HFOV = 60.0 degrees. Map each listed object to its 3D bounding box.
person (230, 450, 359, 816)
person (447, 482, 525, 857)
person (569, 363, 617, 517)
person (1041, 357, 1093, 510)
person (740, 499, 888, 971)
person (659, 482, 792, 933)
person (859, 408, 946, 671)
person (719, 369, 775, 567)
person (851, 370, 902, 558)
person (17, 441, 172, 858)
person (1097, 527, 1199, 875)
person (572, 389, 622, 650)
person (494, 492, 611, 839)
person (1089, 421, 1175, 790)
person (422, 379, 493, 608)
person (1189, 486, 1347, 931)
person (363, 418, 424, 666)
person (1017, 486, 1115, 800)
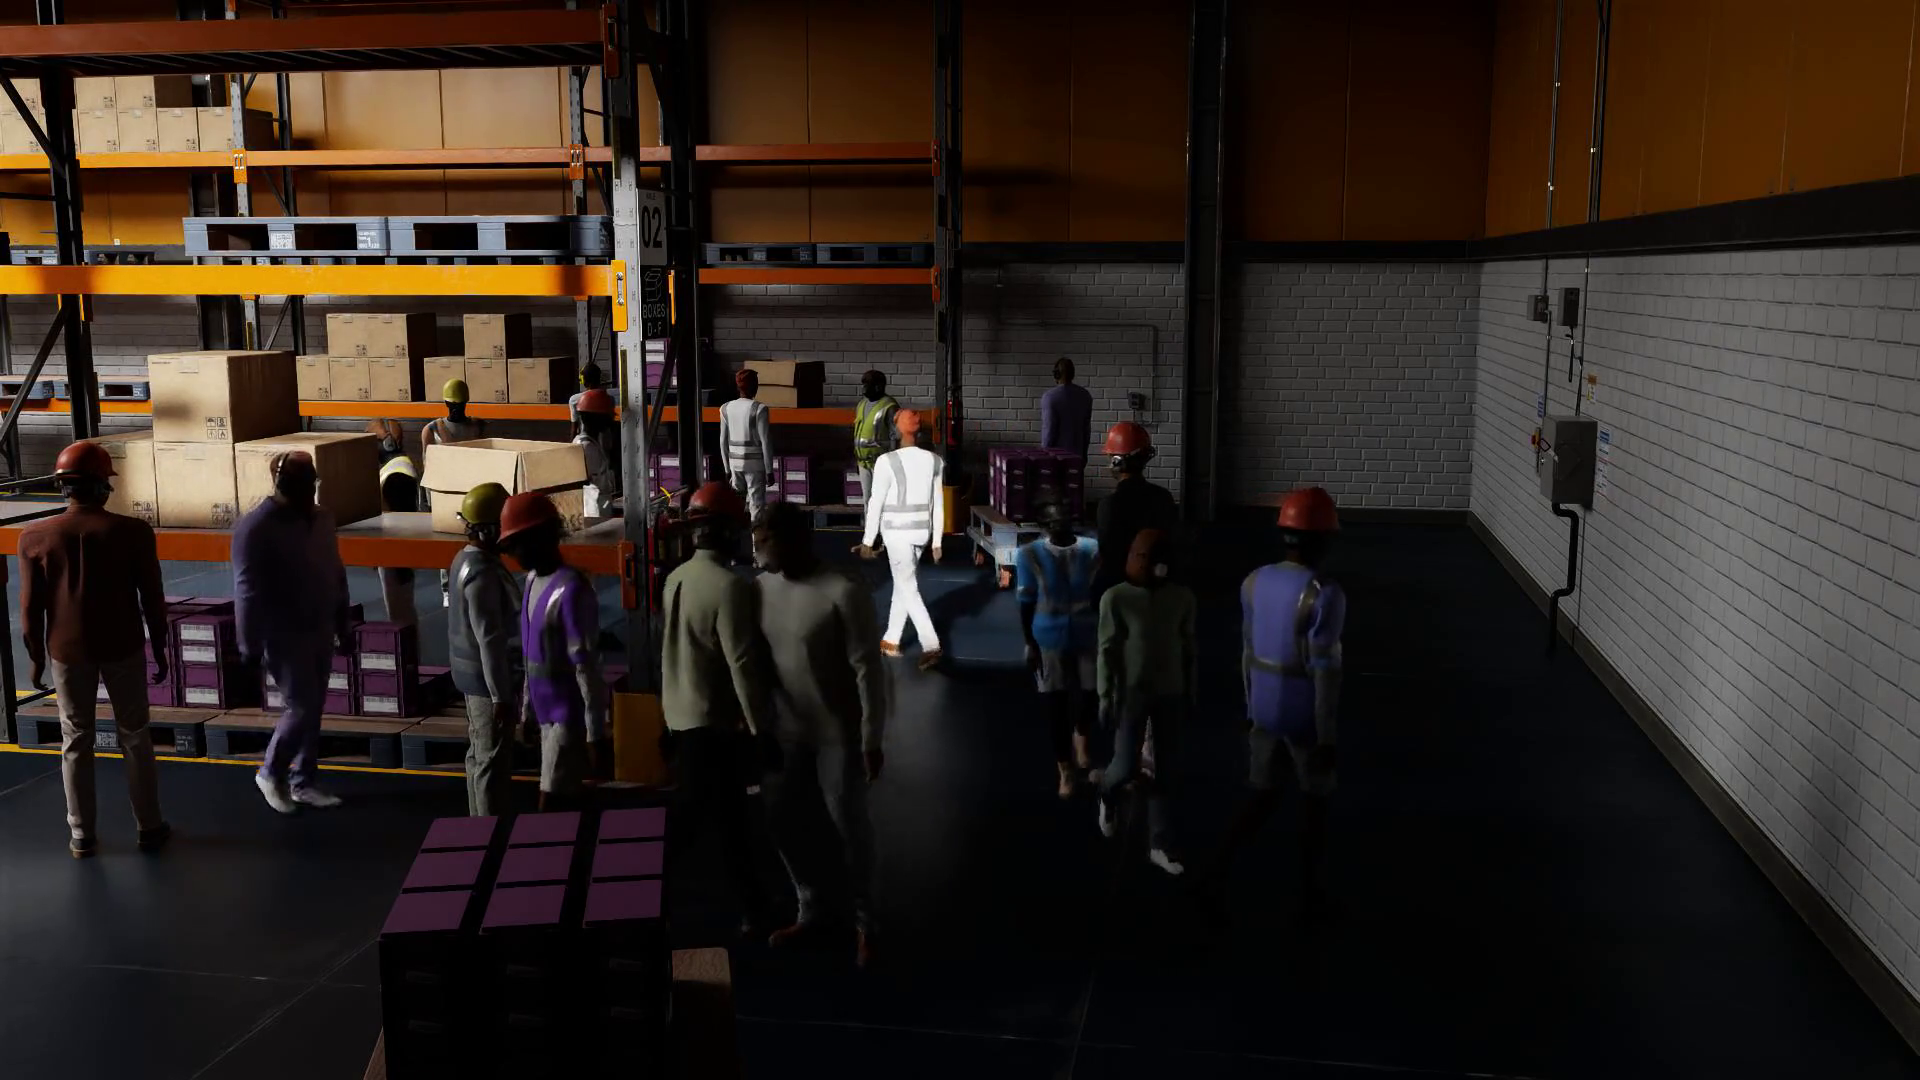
[{"bbox_3d":[-3.379,0.481,8.555,0.425,1.894,0.643,3,10,16],"label":"person"},{"bbox_3d":[-2.157,0.644,7.731,0.403,1.834,0.589,-4,10,-24],"label":"person"},{"bbox_3d":[-3.811,-0.905,17.279,0.501,1.862,0.328,-6,11,-32],"label":"person"},{"bbox_3d":[1.060,-0.872,16.808,0.635,1.937,0.352,-7,12,-37],"label":"person"},{"bbox_3d":[-0.564,0.779,6.699,0.689,1.903,0.446,6,11,33],"label":"person"},{"bbox_3d":[-1.089,0.755,6.778,0.938,1.940,0.728,-6,11,-31],"label":"person"},{"bbox_3d":[-0.354,-0.018,11.800,0.574,1.851,0.957,-8,12,-42],"label":"person"},{"bbox_3d":[-2.004,-0.679,15.789,0.574,1.883,0.355,5,10,29],"label":"person"},{"bbox_3d":[-0.824,-0.750,16.356,0.430,1.844,0.624,-8,12,-39],"label":"person"},{"bbox_3d":[-4.138,0.523,7.990,0.618,1.989,0.392,-4,10,-21],"label":"person"},{"bbox_3d":[0.869,0.730,7.831,0.516,1.617,0.529,-3,10,-18],"label":"person"},{"bbox_3d":[-2.714,-0.156,12.377,0.374,1.934,0.548,-3,10,-16],"label":"person"},{"bbox_3d":[-1.632,0.731,7.067,0.778,1.885,0.616,-6,11,-34],"label":"person"},{"bbox_3d":[0.919,0.351,9.044,0.395,1.993,0.614,8,12,42],"label":"person"},{"bbox_3d":[-4.161,-0.387,13.881,0.582,1.919,0.396,-5,10,-29],"label":"person"},{"bbox_3d":[1.337,0.731,6.976,0.735,1.915,0.546,-6,11,-35],"label":"person"},{"bbox_3d":[-3.796,0.097,11.130,0.428,1.838,0.626,-4,10,-23],"label":"person"},{"bbox_3d":[0.556,0.531,8.931,0.524,1.677,0.429,-1,9,-4],"label":"person"}]
